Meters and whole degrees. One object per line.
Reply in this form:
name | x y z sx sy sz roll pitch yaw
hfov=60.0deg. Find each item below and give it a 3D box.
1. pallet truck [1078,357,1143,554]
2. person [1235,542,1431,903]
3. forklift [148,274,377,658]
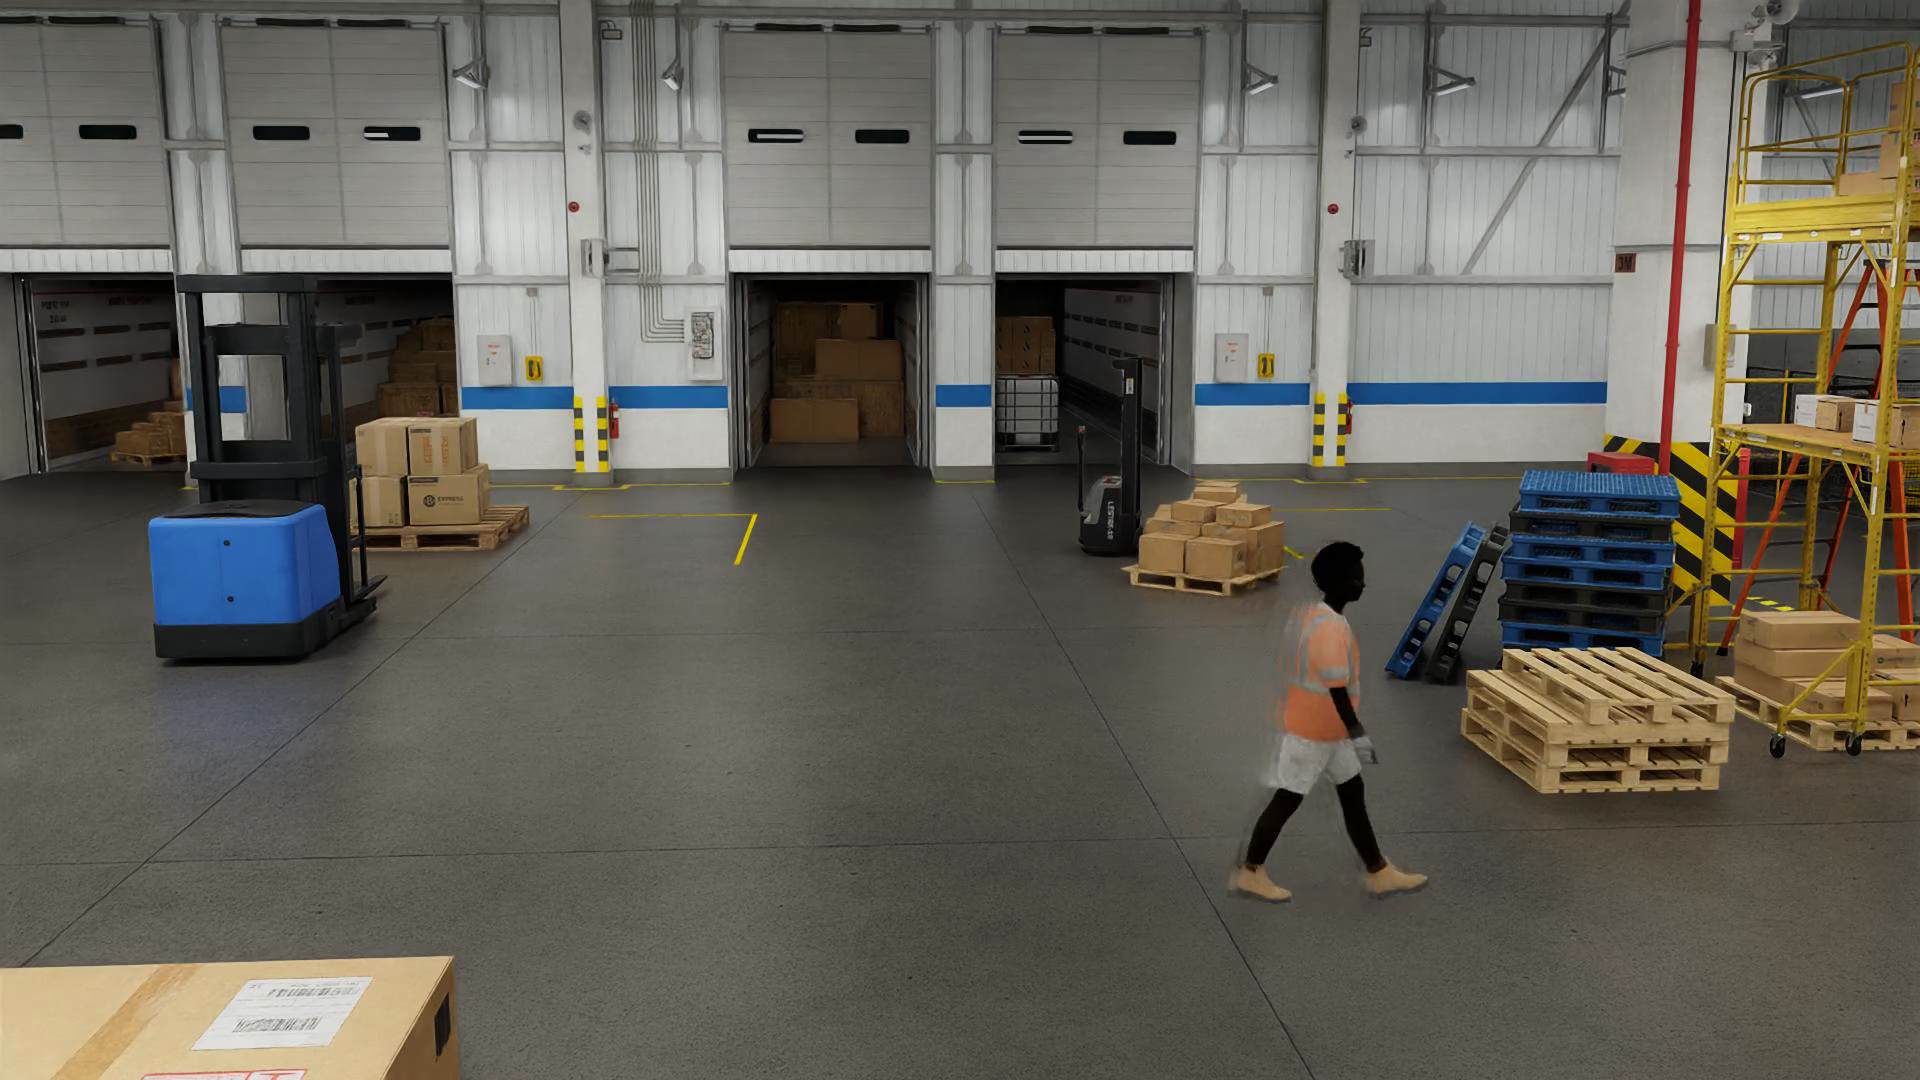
pallet truck | 2.088 -0.836 16.757 1.885 1.965 0.823 2 9 13
person | 1.643 0.827 7.371 0.854 1.650 0.548 3 9 18
forklift | -5.348 -0.627 12.681 1.129 2.768 1.873 -1 9 -4
